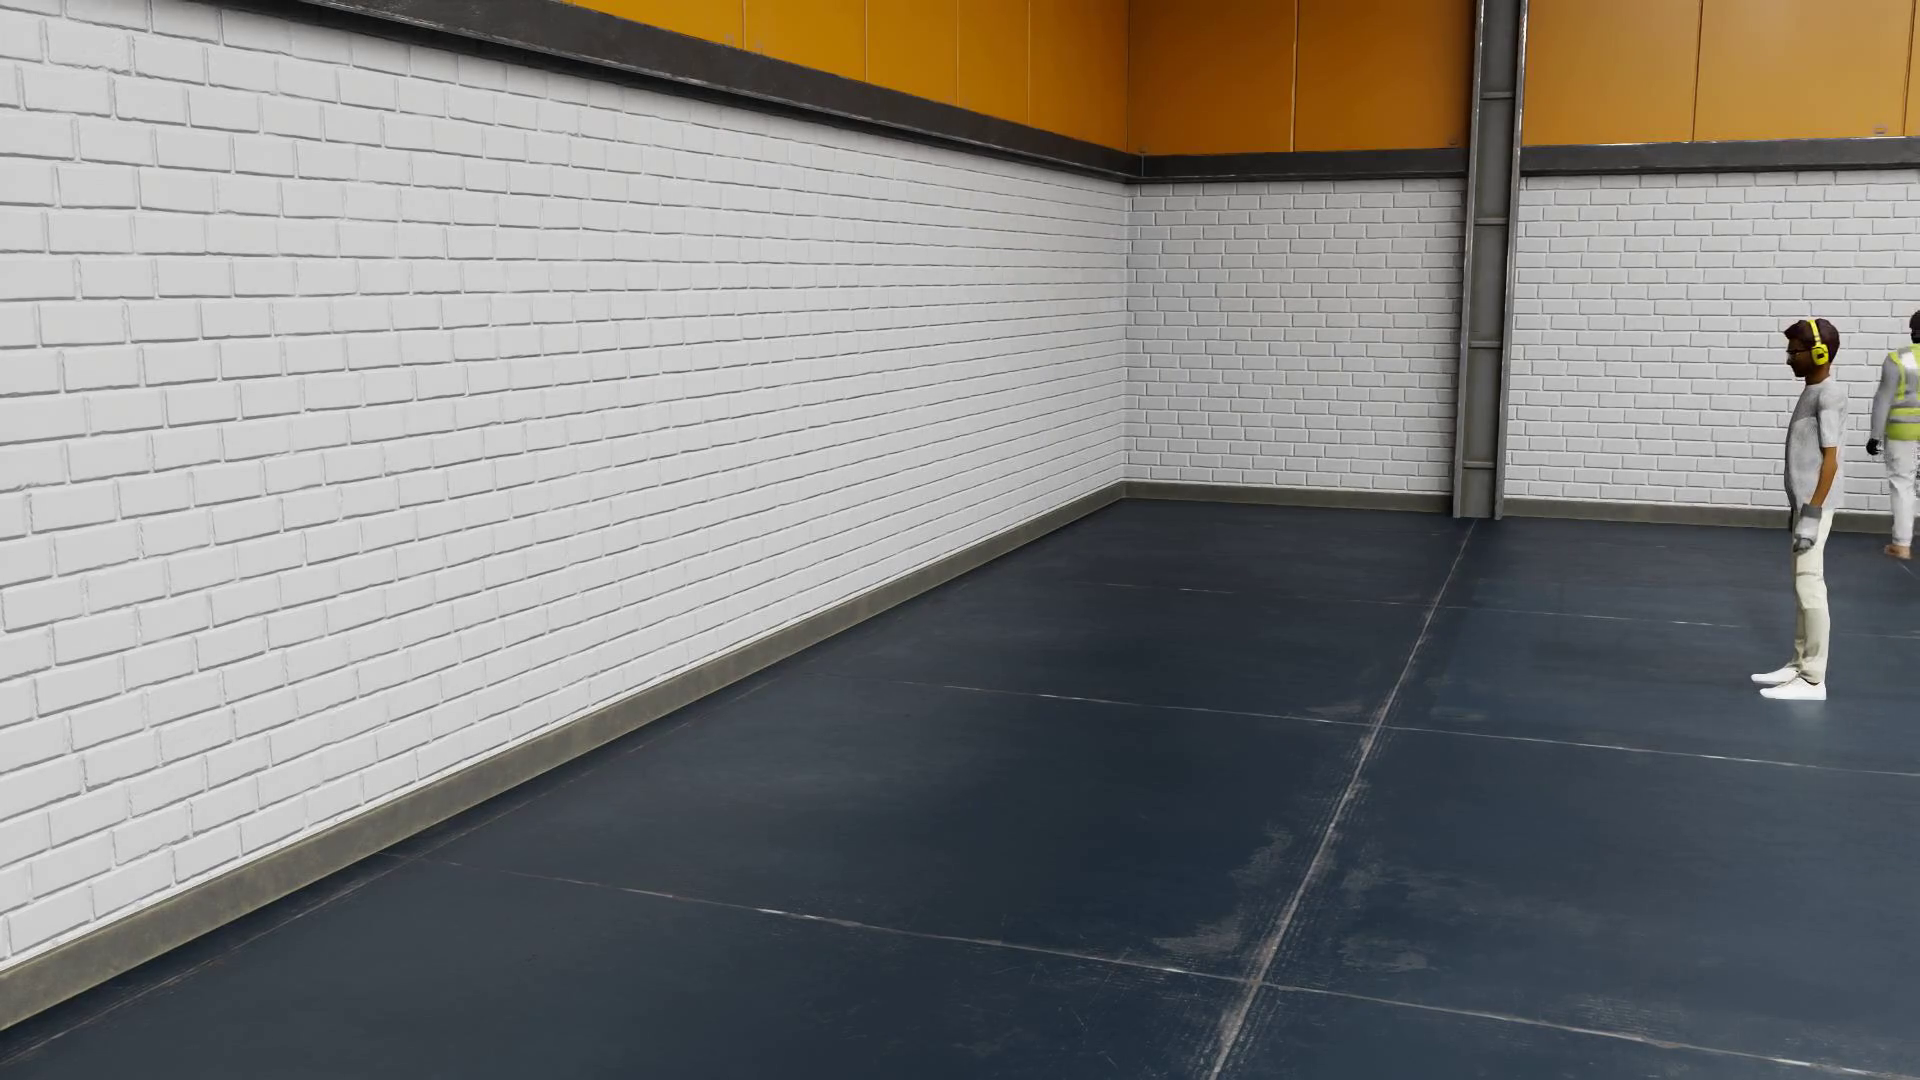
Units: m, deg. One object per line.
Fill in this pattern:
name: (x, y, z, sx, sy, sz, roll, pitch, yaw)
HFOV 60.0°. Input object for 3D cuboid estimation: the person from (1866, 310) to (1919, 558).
person: (6.973, -0.767, 12.137, 0.632, 1.827, 0.438, 0, 9, -2)

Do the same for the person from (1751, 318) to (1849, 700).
person: (4.129, -0.143, 8.127, 0.328, 1.862, 0.521, 3, 10, 21)
